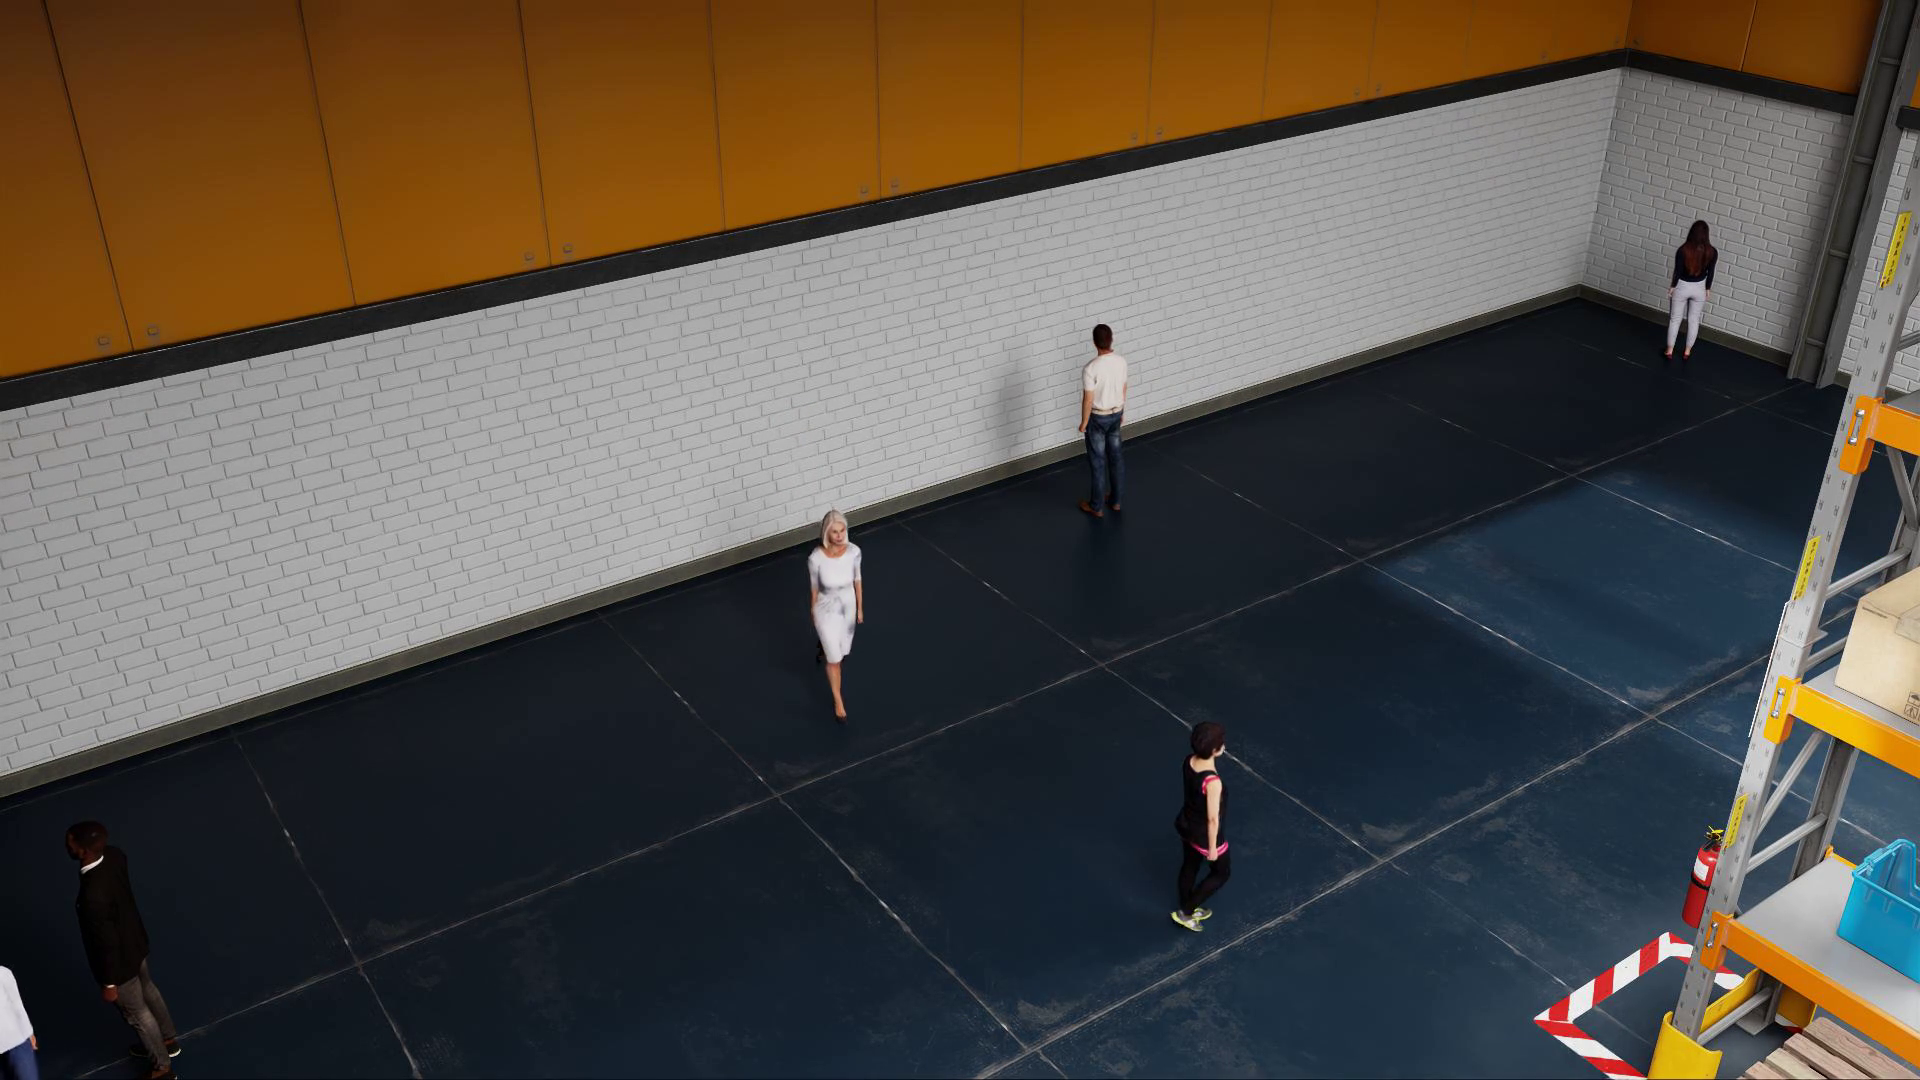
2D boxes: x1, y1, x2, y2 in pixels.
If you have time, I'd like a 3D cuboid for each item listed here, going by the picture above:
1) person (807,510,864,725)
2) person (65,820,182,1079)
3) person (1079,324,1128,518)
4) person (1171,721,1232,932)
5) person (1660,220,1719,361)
[{"bbox_3d":[-0.981,0.513,12.537,0.675,1.723,1.009,-13,31,-22],"label":"person"},{"bbox_3d":[-4.646,2.283,9.213,0.787,1.800,0.631,-7,29,-12],"label":"person"},{"bbox_3d":[1.339,-1.110,15.379,0.661,1.851,0.573,-16,33,-27],"label":"person"},{"bbox_3d":[1.440,1.812,10.342,0.675,1.545,0.582,-11,30,-19],"label":"person"},{"bbox_3d":[8.223,-2.820,18.769,0.671,1.606,0.727,4,29,8],"label":"person"}]
